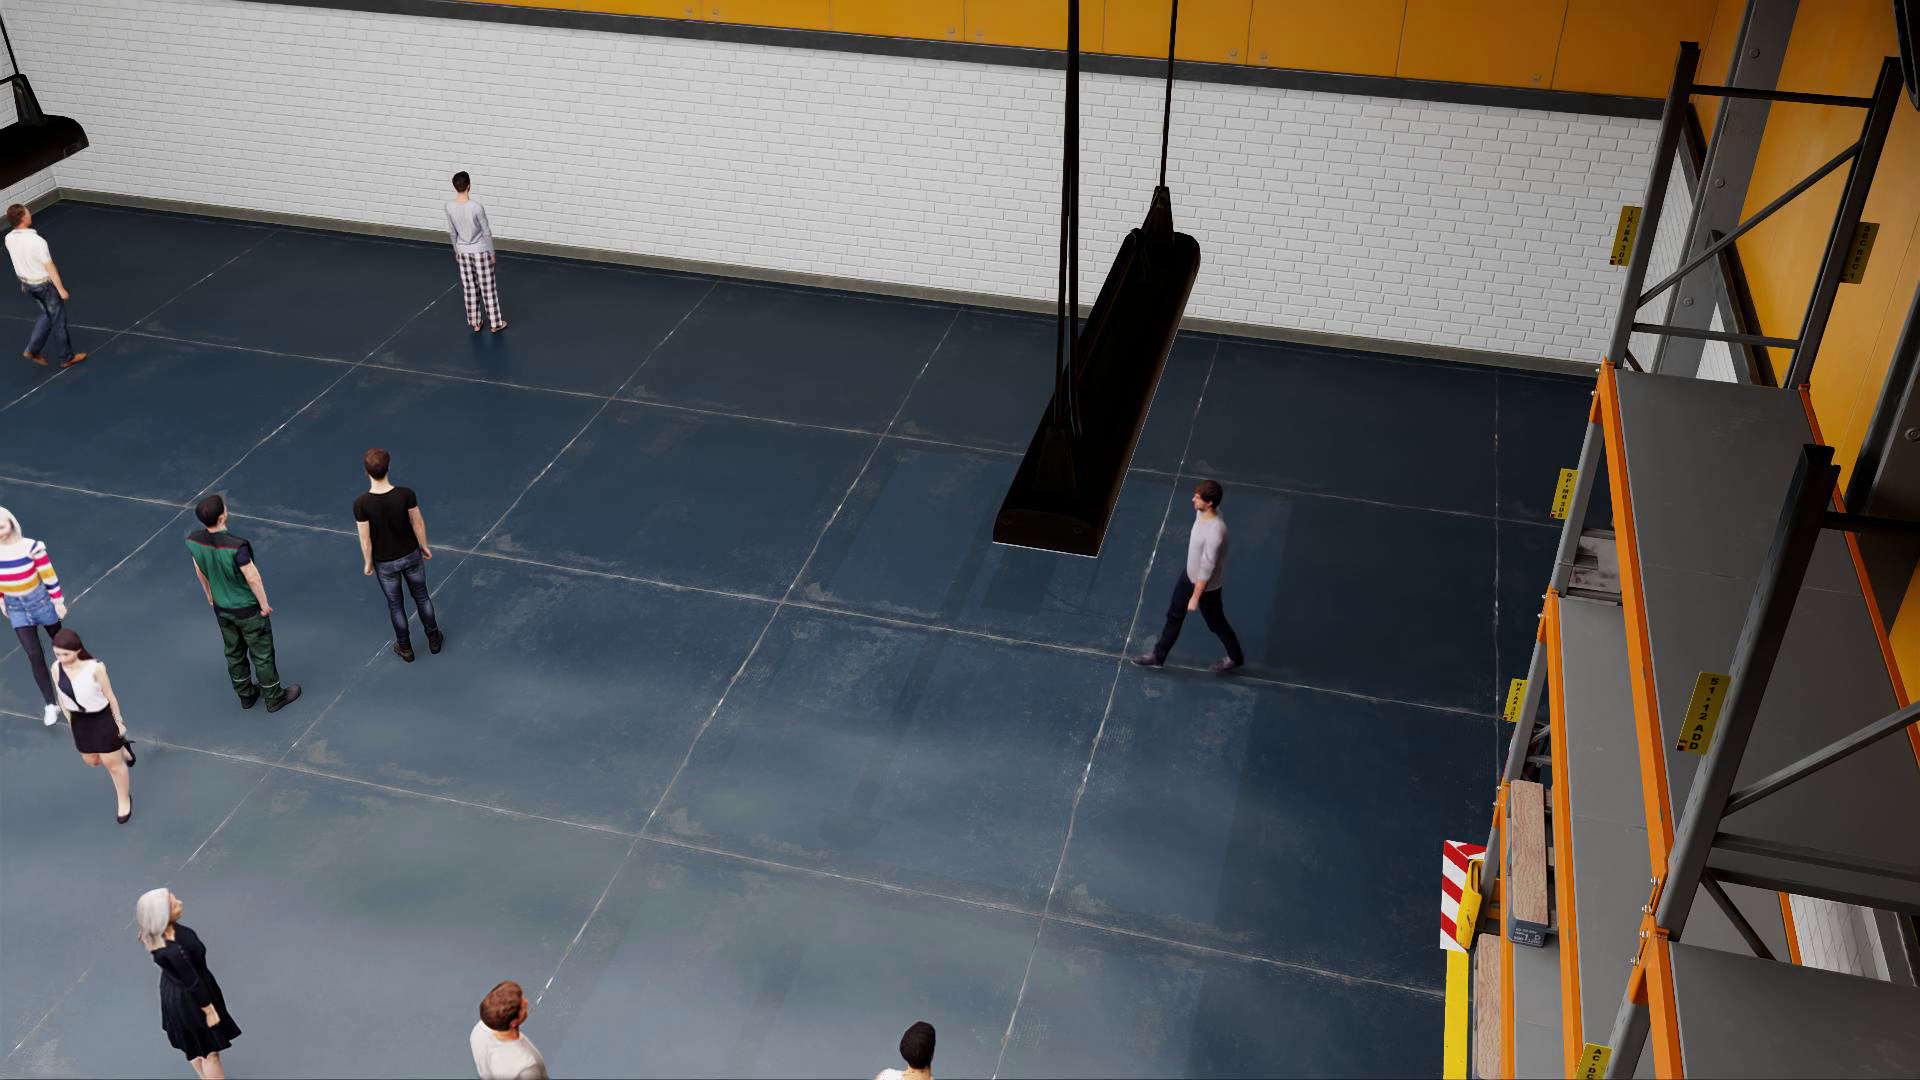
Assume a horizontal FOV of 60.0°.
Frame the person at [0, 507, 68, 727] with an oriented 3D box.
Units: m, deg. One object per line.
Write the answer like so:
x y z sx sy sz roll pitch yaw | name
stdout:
-7.200 0.470 12.956 1.074 1.760 1.263 -10 35 -15 | person

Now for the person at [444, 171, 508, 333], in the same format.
-5.365 -3.171 18.354 0.646 1.847 0.565 4 34 7 | person

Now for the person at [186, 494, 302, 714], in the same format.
-5.564 0.486 12.807 0.675 1.899 0.547 9 35 13 | person

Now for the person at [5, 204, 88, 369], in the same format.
-9.764 -2.625 17.538 0.775 1.842 0.929 16 37 23 | person

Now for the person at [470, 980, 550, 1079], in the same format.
-2.341 3.079 8.903 0.751 1.902 0.725 25 41 33 | person

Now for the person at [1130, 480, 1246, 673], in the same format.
2.009 0.339 13.122 1.034 1.794 1.201 -4 34 -5 | person

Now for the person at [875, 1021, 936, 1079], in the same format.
-0.277 3.309 8.707 0.738 1.736 1.177 13 36 19 | person

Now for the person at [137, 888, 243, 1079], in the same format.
-4.451 2.671 9.657 0.696 1.746 0.719 28 43 35 | person

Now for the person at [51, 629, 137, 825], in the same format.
-6.124 1.261 11.879 0.708 1.634 0.885 -2 34 -3 | person

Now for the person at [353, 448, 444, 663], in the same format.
-4.521 0.127 13.349 0.754 1.896 0.808 -17 37 -24 | person
